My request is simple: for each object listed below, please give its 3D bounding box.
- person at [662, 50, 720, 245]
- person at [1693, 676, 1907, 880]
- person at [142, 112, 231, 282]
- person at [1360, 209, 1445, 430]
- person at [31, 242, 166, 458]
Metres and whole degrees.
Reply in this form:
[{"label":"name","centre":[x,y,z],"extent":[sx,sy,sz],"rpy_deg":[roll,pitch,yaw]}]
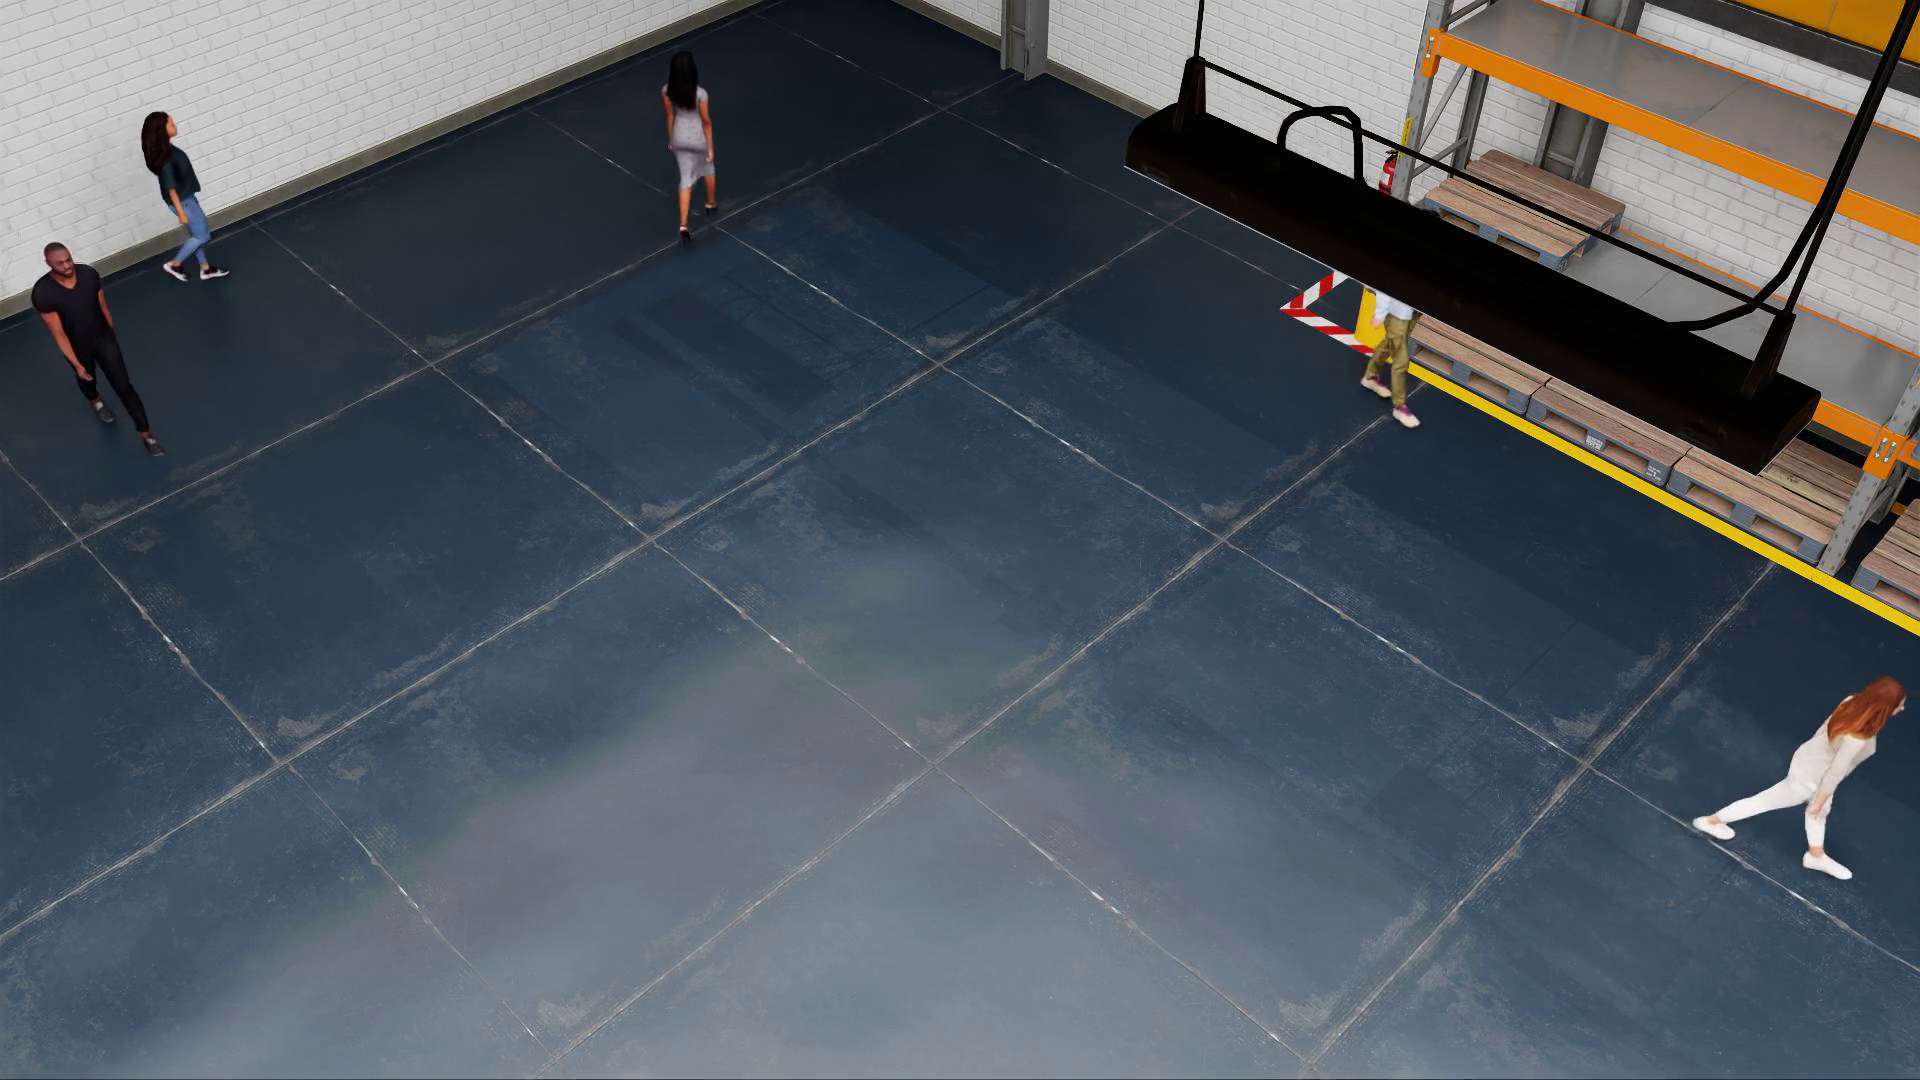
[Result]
[{"label":"person","centre":[-2.394,-3.425,14.659],"extent":[1.099,1.743,1.054],"rpy_deg":[7,44,7]},{"label":"person","centre":[4.893,1.331,9.724],"extent":[1.222,1.663,0.850],"rpy_deg":[17,46,17]},{"label":"person","centre":[-6.711,-2.882,14.186],"extent":[0.793,1.609,0.774],"rpy_deg":[-18,47,-18]},{"label":"person","centre":[3.392,-1.828,12.951],"extent":[0.792,1.786,1.019],"rpy_deg":[-27,50,-26]},{"label":"person","centre":[-6.654,-1.496,12.616],"extent":[0.683,1.767,1.245],"rpy_deg":[-34,53,-31]}]
